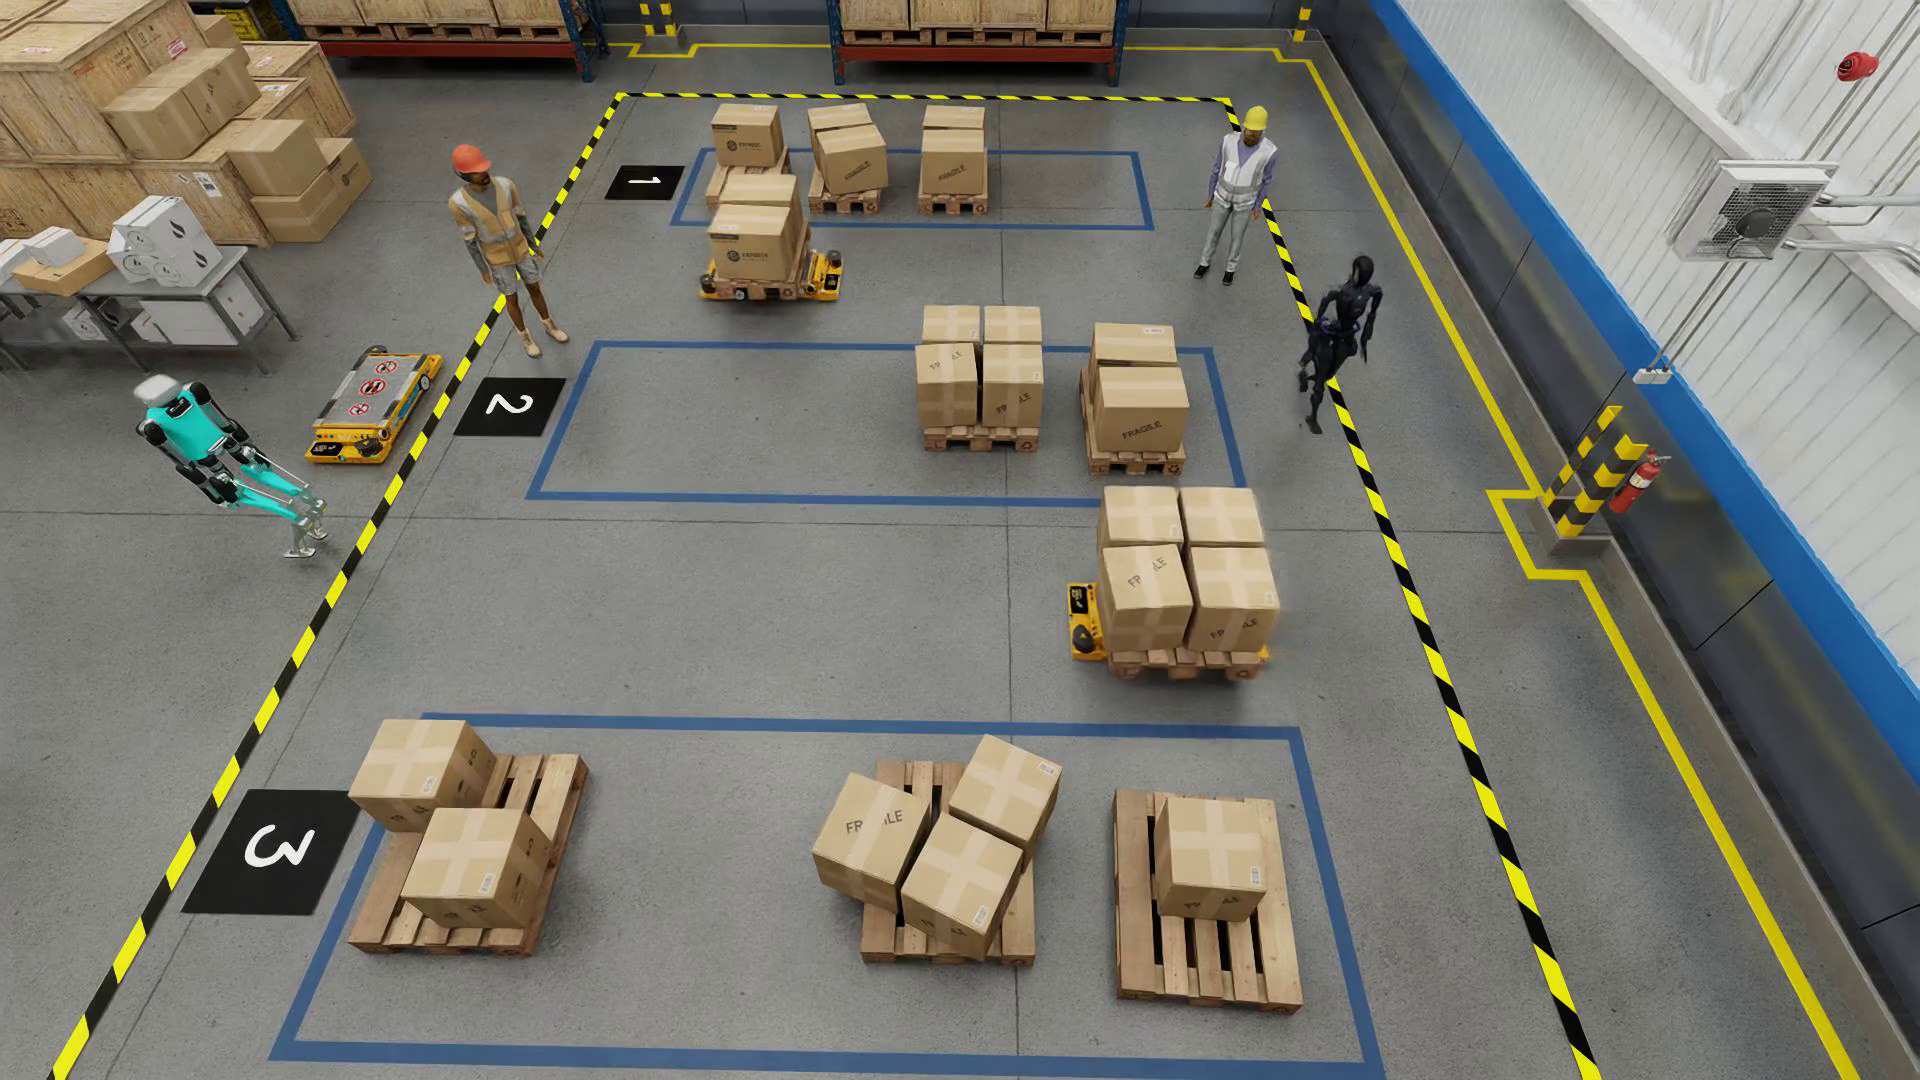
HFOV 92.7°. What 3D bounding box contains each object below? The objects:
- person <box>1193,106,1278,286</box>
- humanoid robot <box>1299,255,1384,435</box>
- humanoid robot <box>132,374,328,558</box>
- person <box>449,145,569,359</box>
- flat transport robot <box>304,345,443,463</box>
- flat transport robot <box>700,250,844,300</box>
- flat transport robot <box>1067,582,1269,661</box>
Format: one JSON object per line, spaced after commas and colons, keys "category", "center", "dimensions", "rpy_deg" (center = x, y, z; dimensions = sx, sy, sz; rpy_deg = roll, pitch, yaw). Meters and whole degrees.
{"category": "person", "center": [2.780, -3.456, 9.264], "dimensions": [0.591, 1.837, 0.404], "rpy_deg": [20, 53, 16]}
{"category": "humanoid robot", "center": [3.246, -1.755, 7.960], "dimensions": [0.589, 1.650, 0.717], "rpy_deg": [-7, 50, -6]}
{"category": "humanoid robot", "center": [-5.171, -0.477, 6.720], "dimensions": [0.735, 1.677, 0.533], "rpy_deg": [9, 50, 8]}
{"category": "person", "center": [-4.153, -2.629, 8.427], "dimensions": [0.356, 2.047, 0.613], "rpy_deg": [35, 58, 26]}
{"category": "flat transport robot", "center": [-5.383, -1.269, 8.441], "dimensions": [0.659, 0.231, 1.431], "rpy_deg": [1, 50, 1]}
{"category": "flat transport robot", "center": [-1.991, -2.830, 9.744], "dimensions": [1.431, 0.197, 0.652], "rpy_deg": [1, 50, 1]}
{"category": "flat transport robot", "center": [1.539, 0.578, 6.860], "dimensions": [1.431, 0.197, 0.652], "rpy_deg": [1, 50, 1]}
